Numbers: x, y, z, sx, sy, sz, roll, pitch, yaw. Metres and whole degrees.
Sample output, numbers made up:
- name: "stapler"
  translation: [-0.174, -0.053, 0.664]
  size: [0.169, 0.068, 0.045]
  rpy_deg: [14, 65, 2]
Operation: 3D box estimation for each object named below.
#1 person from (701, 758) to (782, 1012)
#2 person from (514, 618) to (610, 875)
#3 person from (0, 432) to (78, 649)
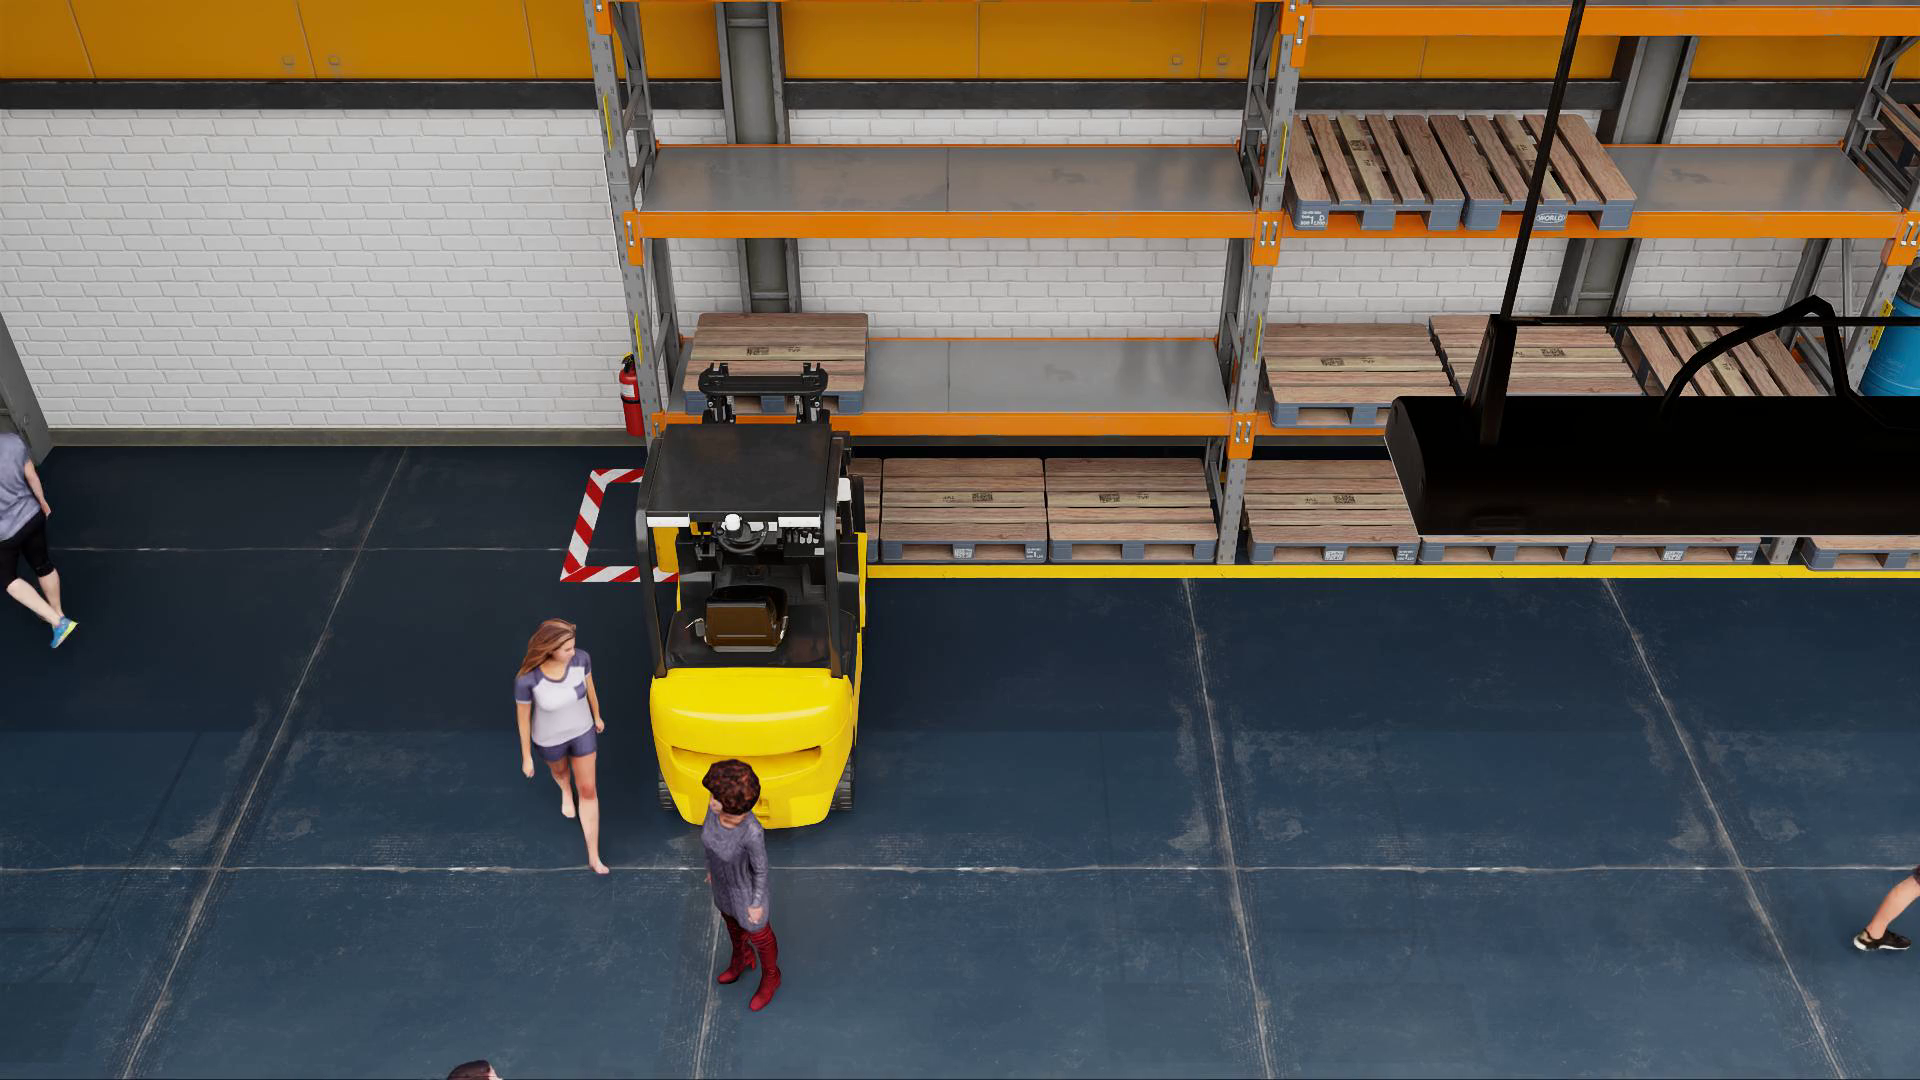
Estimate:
- name: "person"
  translation: [-1.137, 1.782, 8.634]
  size: [0.653, 1.711, 0.714]
  rpy_deg: [32, 48, 33]
- name: "person"
  translation: [-2.301, 1.067, 9.568]
  size: [1.123, 1.663, 1.020]
  rpy_deg: [-15, 41, -18]
- name: "person"
  translation: [-6.117, -0.071, 10.825]
  size: [1.017, 1.874, 0.909]
  rpy_deg: [19, 43, 23]
